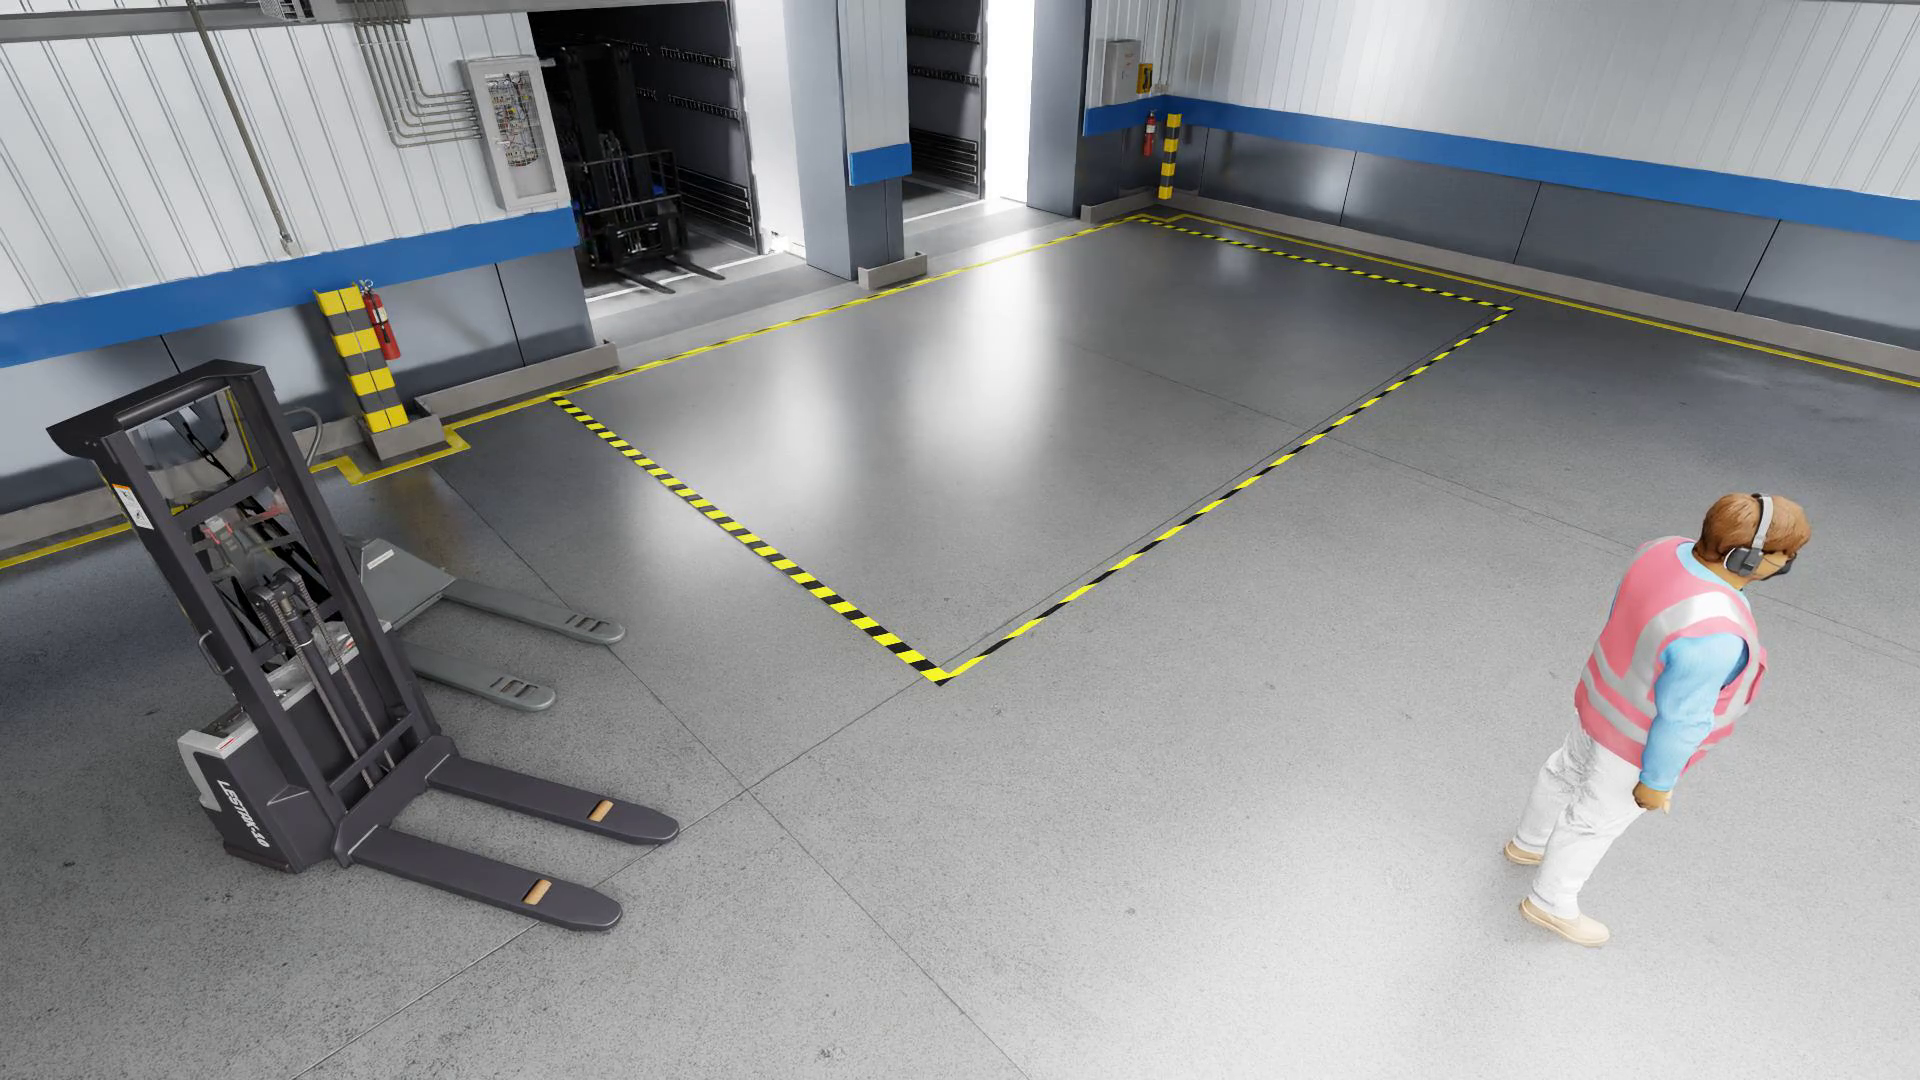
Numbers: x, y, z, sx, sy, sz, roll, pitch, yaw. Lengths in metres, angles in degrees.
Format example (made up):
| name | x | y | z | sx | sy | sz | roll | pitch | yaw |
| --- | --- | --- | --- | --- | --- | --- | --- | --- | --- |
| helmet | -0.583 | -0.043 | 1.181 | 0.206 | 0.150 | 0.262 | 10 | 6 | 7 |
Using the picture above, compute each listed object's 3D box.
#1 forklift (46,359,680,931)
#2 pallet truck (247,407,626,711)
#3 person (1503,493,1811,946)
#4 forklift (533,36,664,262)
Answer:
| name | x | y | z | sx | sy | sz | roll | pitch | yaw |
| --- | --- | --- | --- | --- | --- | --- | --- | --- | --- |
| forklift | -2.135 | 0.422 | 3.354 | 1.885 | 1.965 | 0.823 | 10 | 35 | 14 |
| pallet truck | -2.628 | 0.038 | 4.590 | 1.601 | 1.201 | 0.680 | 12 | 36 | 18 |
| person | 2.352 | 0.641 | 3.169 | 0.429 | 1.844 | 0.621 | 10 | 36 | 15 |
| forklift | -4.319 | -4.339 | 10.029 | 2.680 | 2.036 | 1.157 | 29 | 44 | 36 |
